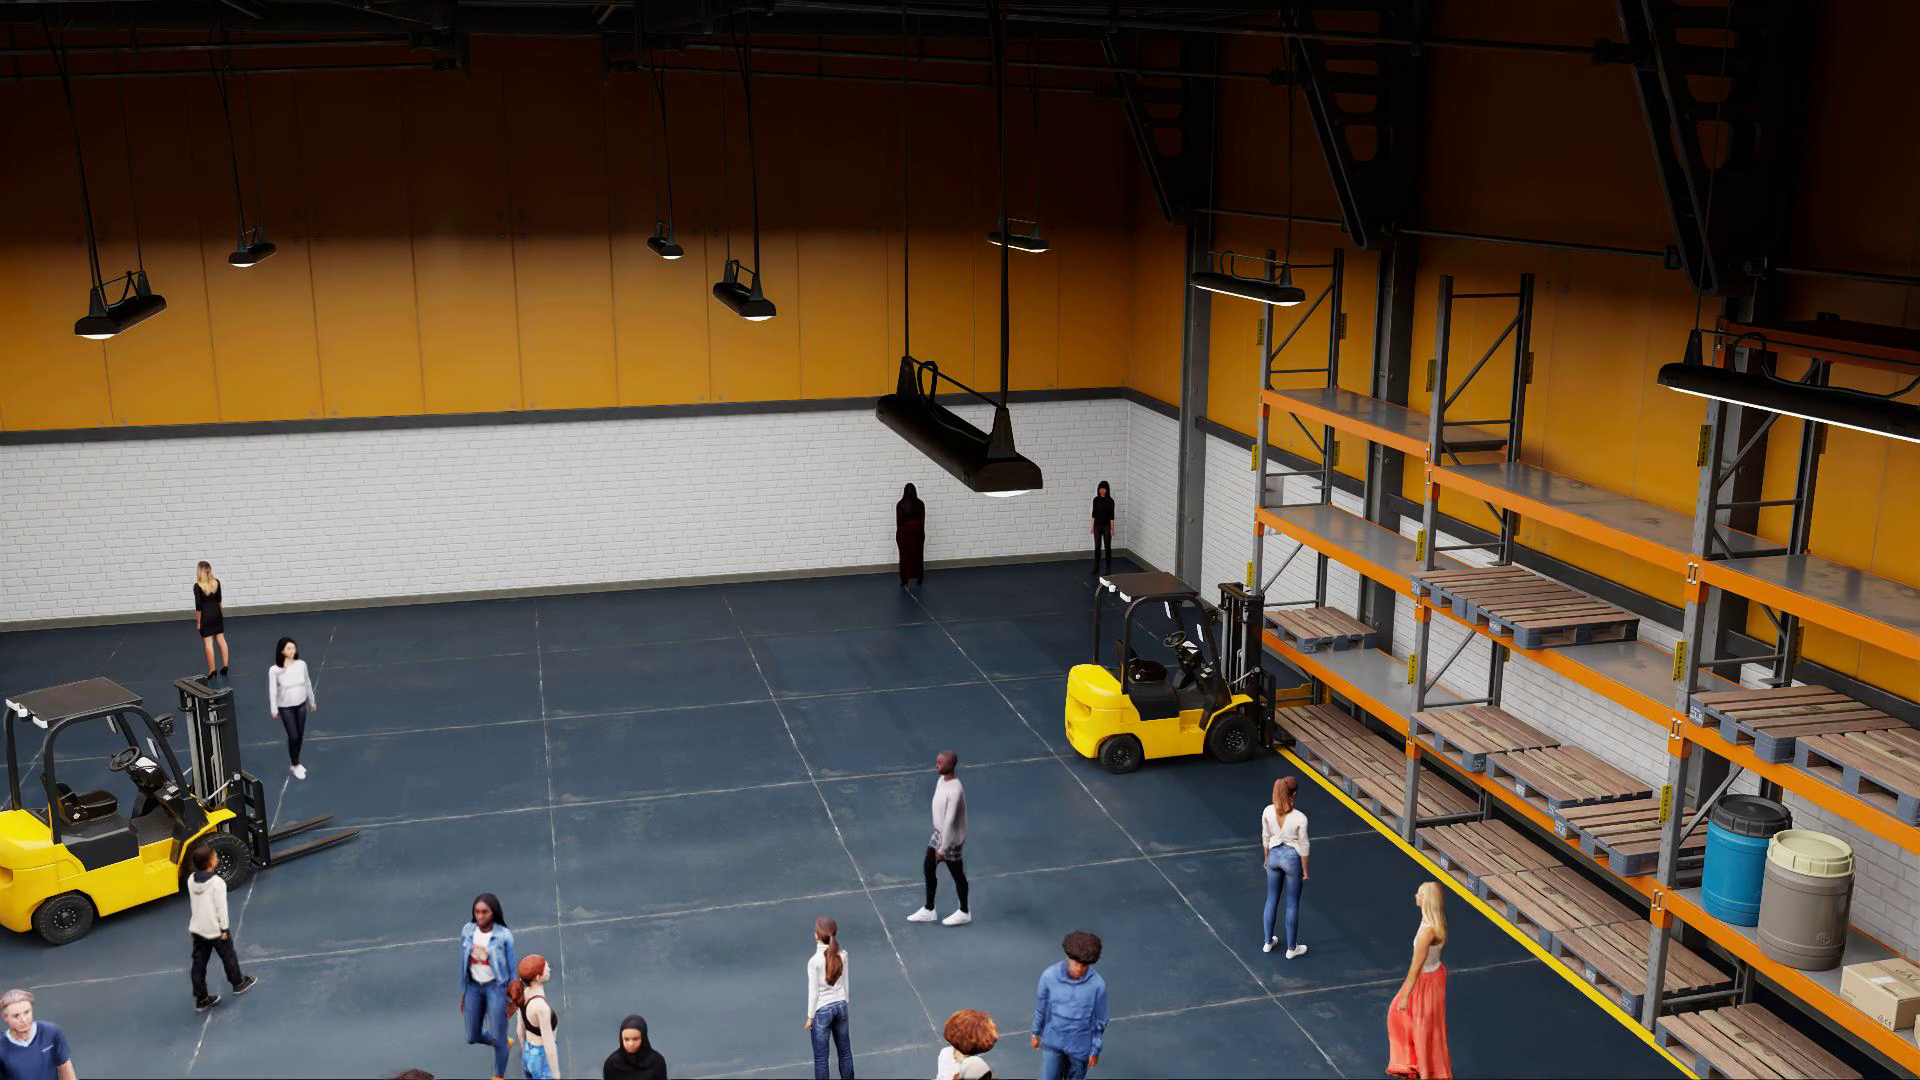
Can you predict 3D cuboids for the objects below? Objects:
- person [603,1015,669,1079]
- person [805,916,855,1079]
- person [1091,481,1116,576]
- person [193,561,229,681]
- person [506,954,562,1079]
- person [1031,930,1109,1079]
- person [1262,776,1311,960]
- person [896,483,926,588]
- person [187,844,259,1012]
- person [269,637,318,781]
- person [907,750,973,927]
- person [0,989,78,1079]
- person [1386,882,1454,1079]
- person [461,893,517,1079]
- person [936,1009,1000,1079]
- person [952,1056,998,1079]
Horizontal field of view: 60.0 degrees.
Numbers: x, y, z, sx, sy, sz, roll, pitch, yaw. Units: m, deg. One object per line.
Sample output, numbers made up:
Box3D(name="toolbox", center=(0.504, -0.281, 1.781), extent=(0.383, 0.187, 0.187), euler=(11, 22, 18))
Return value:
Box3D(name="person", center=(-2.169, 3.957, 11.341), extent=(0.681, 1.612, 0.686), euler=(-1, 14, -2))
Box3D(name="person", center=(-1.012, 3.629, 12.814), extent=(0.603, 1.557, 0.612), euler=(-10, 17, -36))
Box3D(name="person", center=(2.462, -0.227, 28.559), extent=(0.638, 1.641, 0.681), euler=(6, 15, 24))
Box3D(name="person", center=(-10.371, 1.099, 23.010), extent=(0.659, 1.676, 0.609), euler=(9, 16, 31))
Box3D(name="person", center=(-2.971, 3.761, 11.784), extent=(0.731, 1.784, 0.647), euler=(-12, 18, -40))
Box3D(name="person", center=(0.813, 3.642, 12.270), extent=(0.842, 1.787, 0.831), euler=(4, 14, 15))
Box3D(name="person", center=(2.966, 2.970, 15.189), extent=(0.666, 1.720, 0.750), euler=(10, 17, 36))
Box3D(name="person", center=(-0.818, -0.093, 27.758), extent=(0.678, 1.757, 0.620), euler=(-5, 14, -20))
Box3D(name="person", center=(-6.482, 3.347, 14.243), extent=(0.821, 1.431, 0.930), euler=(4, 14, 15))
Box3D(name="person", center=(-7.881, 1.939, 19.521), extent=(0.886, 1.685, 0.818), euler=(10, 17, 37))
Box3D(name="person", center=(-0.009, 2.820, 15.733), extent=(0.752, 1.755, 0.809), euler=(-6, 15, -24))
Box3D(name="person", center=(-6.286, 3.869, 11.227), extent=(1.204, 1.837, 1.053), euler=(11, 18, 39))
Box3D(name="person", center=(3.707, 3.501, 12.854), extent=(0.950, 1.787, 0.896), euler=(7, 15, 27))
Box3D(name="person", center=(-3.627, 3.517, 12.965), extent=(0.809, 1.703, 0.908), euler=(3, 14, 12))
Box3D(name="person", center=(-0.059, 3.977, 11.115), extent=(0.902, 1.680, 0.942), euler=(10, 17, 37))
Box3D(name="person", center=(0.094, 4.088, 10.758), extent=(0.794, 1.632, 0.745), euler=(9, 17, 34))
